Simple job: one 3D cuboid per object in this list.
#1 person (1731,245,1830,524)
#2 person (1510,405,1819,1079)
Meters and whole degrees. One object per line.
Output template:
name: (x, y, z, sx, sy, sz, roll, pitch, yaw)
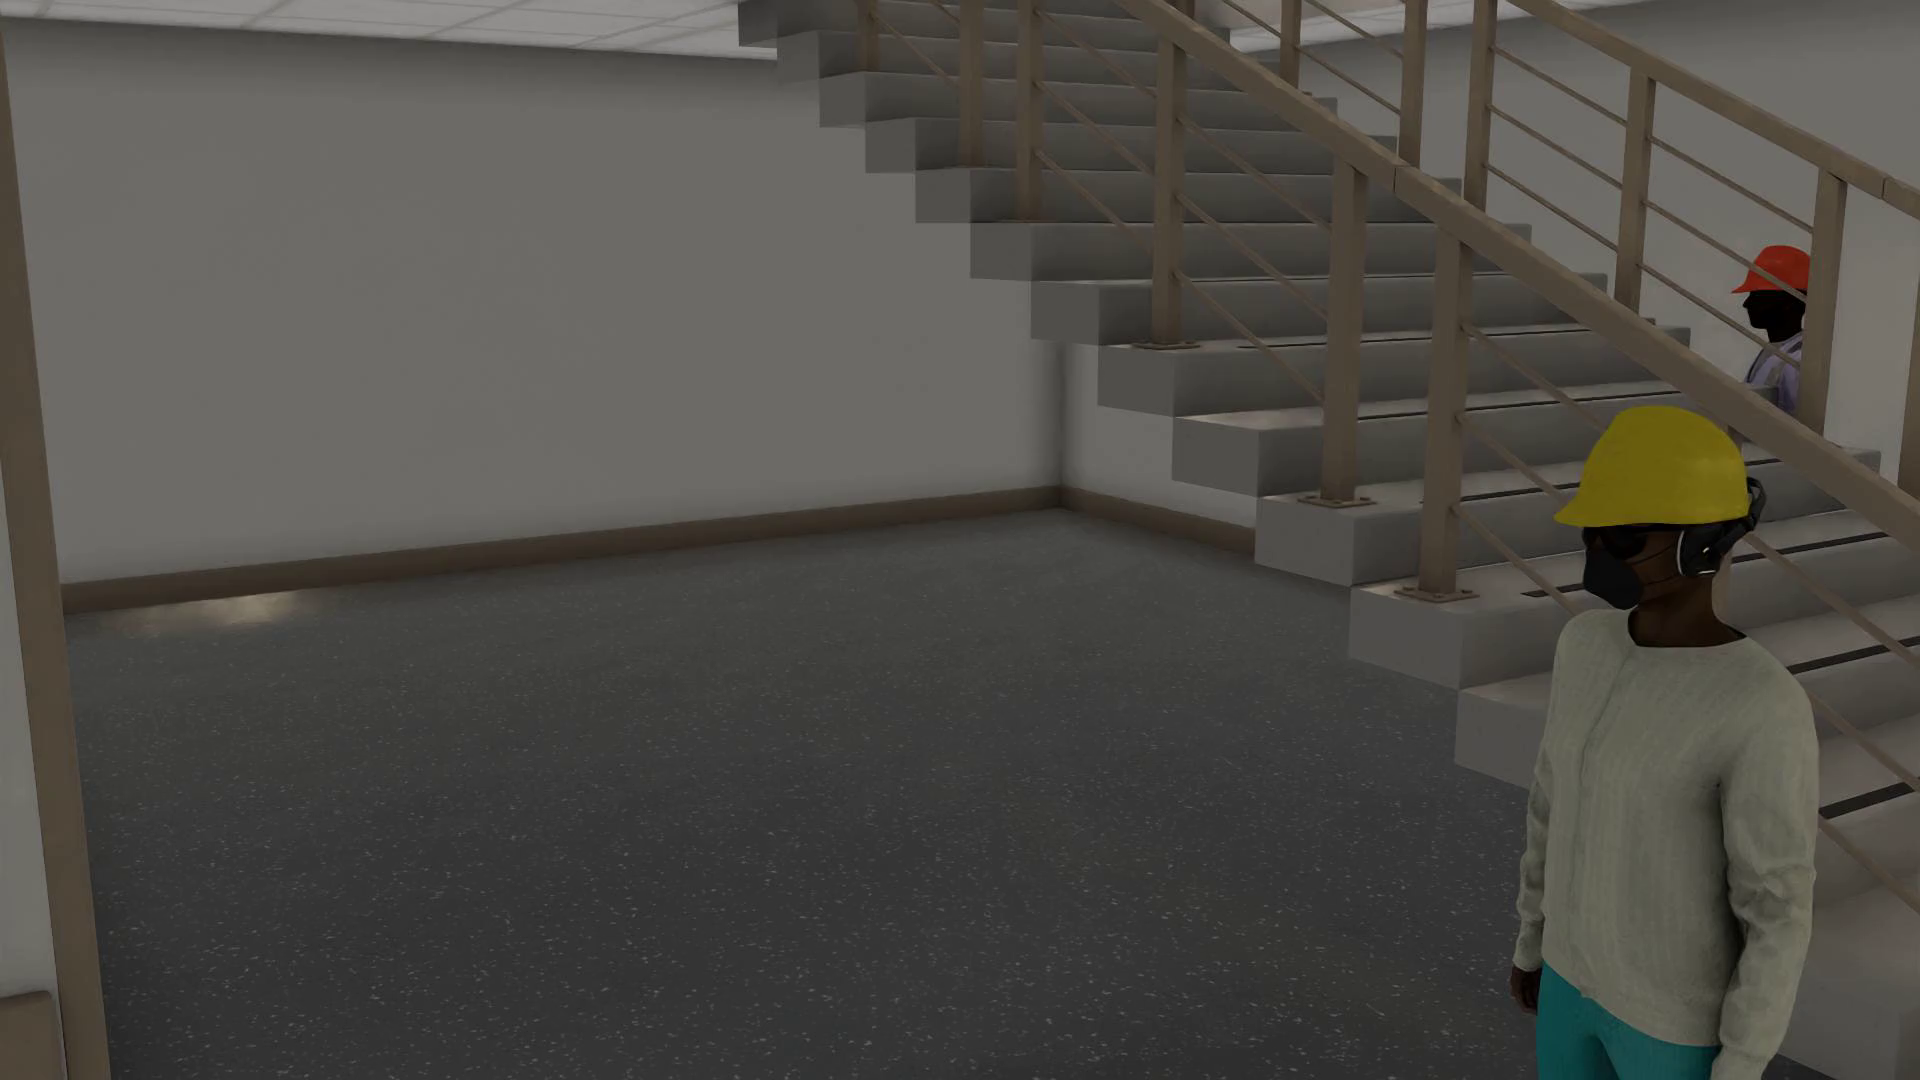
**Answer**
person: (3.139, -0.166, 6.488, 0.359, 1.938, 0.547, 2, 11, 9)
person: (0.997, 0.682, 2.485, 0.312, 1.767, 0.533, -3, 11, -16)
